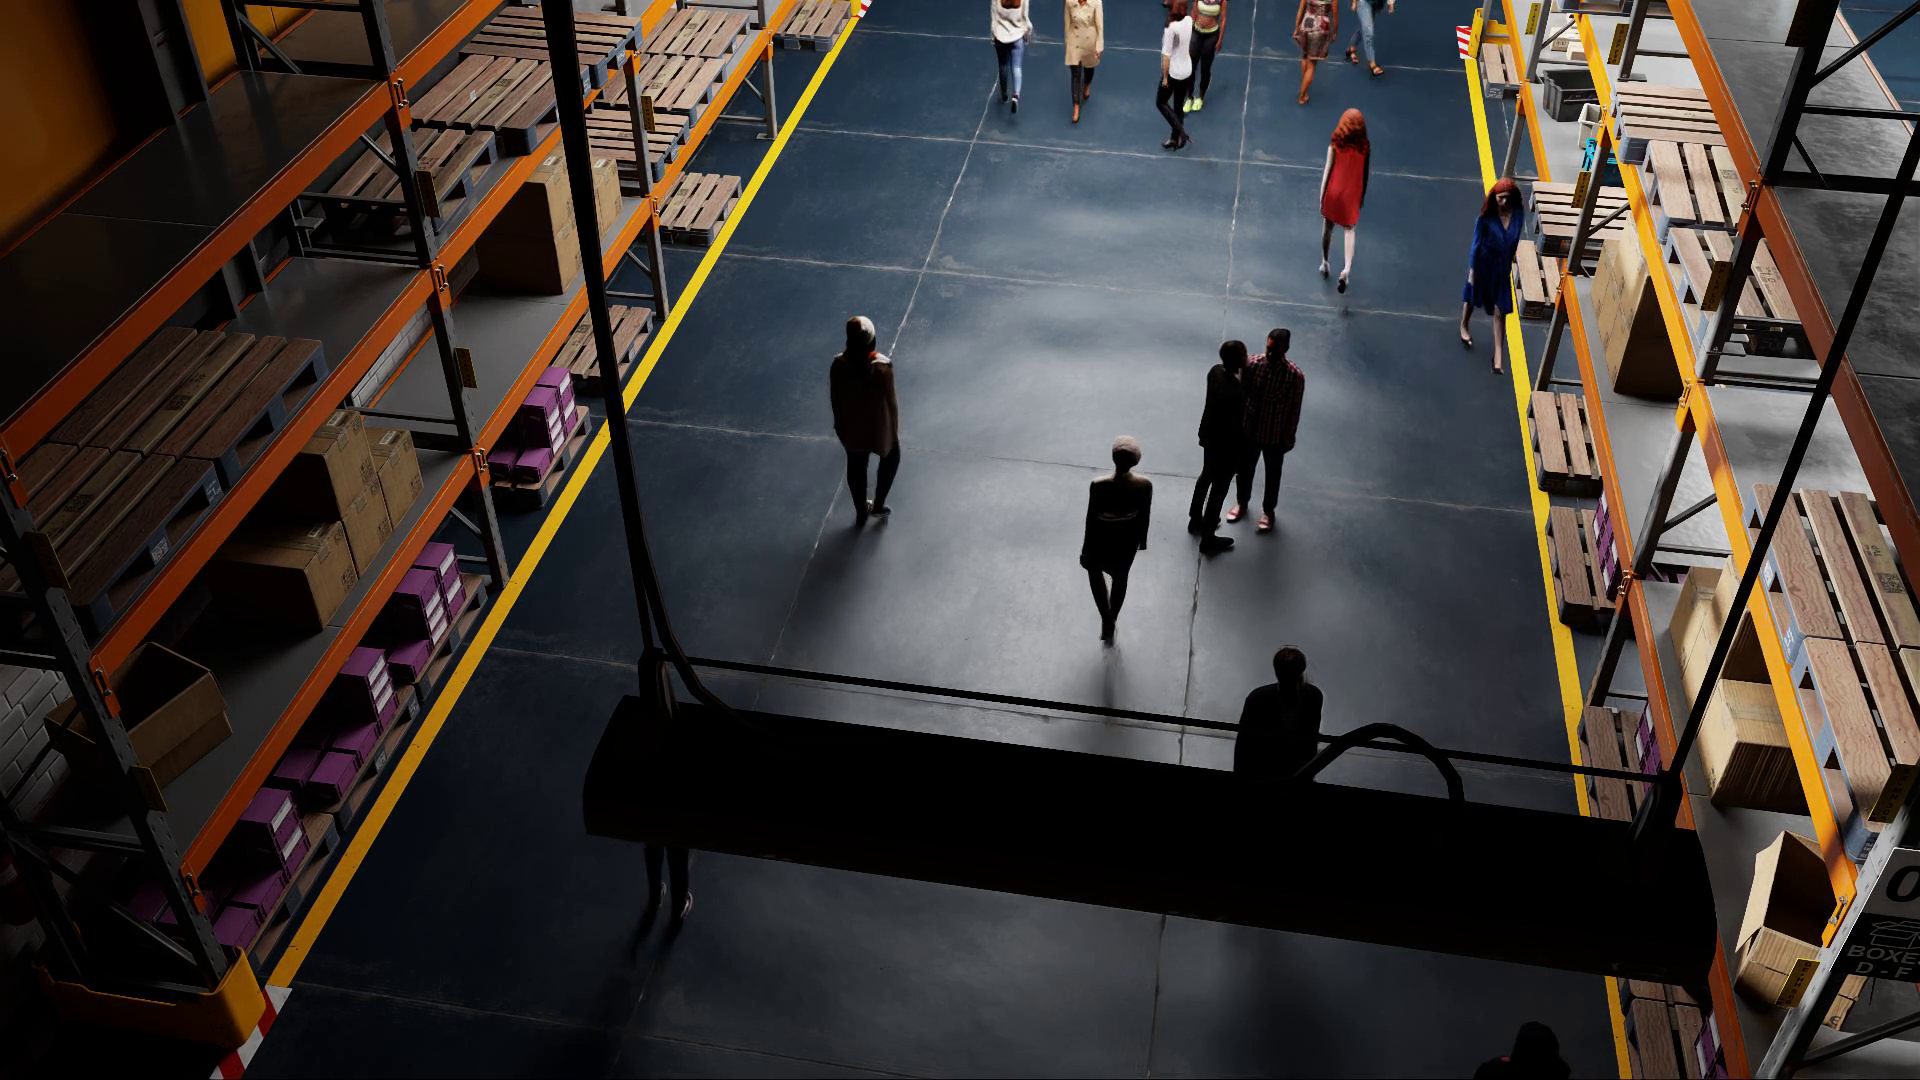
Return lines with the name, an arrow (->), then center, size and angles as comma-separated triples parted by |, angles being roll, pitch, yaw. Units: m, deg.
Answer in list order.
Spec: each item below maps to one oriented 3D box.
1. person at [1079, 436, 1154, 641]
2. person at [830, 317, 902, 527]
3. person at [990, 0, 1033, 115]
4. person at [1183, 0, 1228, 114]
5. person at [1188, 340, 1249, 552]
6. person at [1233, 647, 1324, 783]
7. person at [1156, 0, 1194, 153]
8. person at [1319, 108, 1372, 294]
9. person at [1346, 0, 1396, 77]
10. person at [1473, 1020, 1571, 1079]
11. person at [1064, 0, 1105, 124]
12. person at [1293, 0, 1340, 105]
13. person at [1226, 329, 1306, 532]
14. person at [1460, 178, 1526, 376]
person -> 1.097, 0.065, 11.726 | 0.745, 1.741, 0.842 | -4, 39, -5
person -> -0.743, -0.864, 12.776 | 0.723, 1.881, 0.642 | 8, 39, 10
person -> 0.582, -5.697, 18.997 | 0.766, 1.669, 1.090 | -1, 39, -1
person -> 2.846, -5.760, 19.031 | 0.681, 1.725, 0.712 | 18, 42, 21
person -> 1.981, -0.730, 12.676 | 0.779, 1.797, 0.622 | -9, 39, -11
person -> 1.875, 1.362, 9.978 | 0.779, 1.894, 0.764 | -10, 40, -12
person -> 2.430, -5.022, 18.063 | 0.813, 1.781, 0.866 | -30, 48, -32
person -> 3.639, -3.165, 15.720 | 0.659, 1.803, 1.070 | 2, 39, 2
person -> 4.904, -6.467, 19.988 | 0.968, 1.637, 1.180 | -12, 40, -15
person -> 2.660, 2.971, 8.136 | 0.858, 1.679, 1.186 | -5, 39, -6
person -> 1.428, -5.678, 19.004 | 0.672, 1.631, 1.102 | 7, 39, 9
person -> 4.066, -5.833, 19.202 | 0.801, 1.626, 0.946 | 18, 42, 21
person -> 2.376, -0.879, 12.893 | 0.760, 1.758, 0.708 | 17, 42, 21
person -> 4.669, -2.415, 14.806 | 0.856, 1.771, 1.213 | -6, 39, -7
